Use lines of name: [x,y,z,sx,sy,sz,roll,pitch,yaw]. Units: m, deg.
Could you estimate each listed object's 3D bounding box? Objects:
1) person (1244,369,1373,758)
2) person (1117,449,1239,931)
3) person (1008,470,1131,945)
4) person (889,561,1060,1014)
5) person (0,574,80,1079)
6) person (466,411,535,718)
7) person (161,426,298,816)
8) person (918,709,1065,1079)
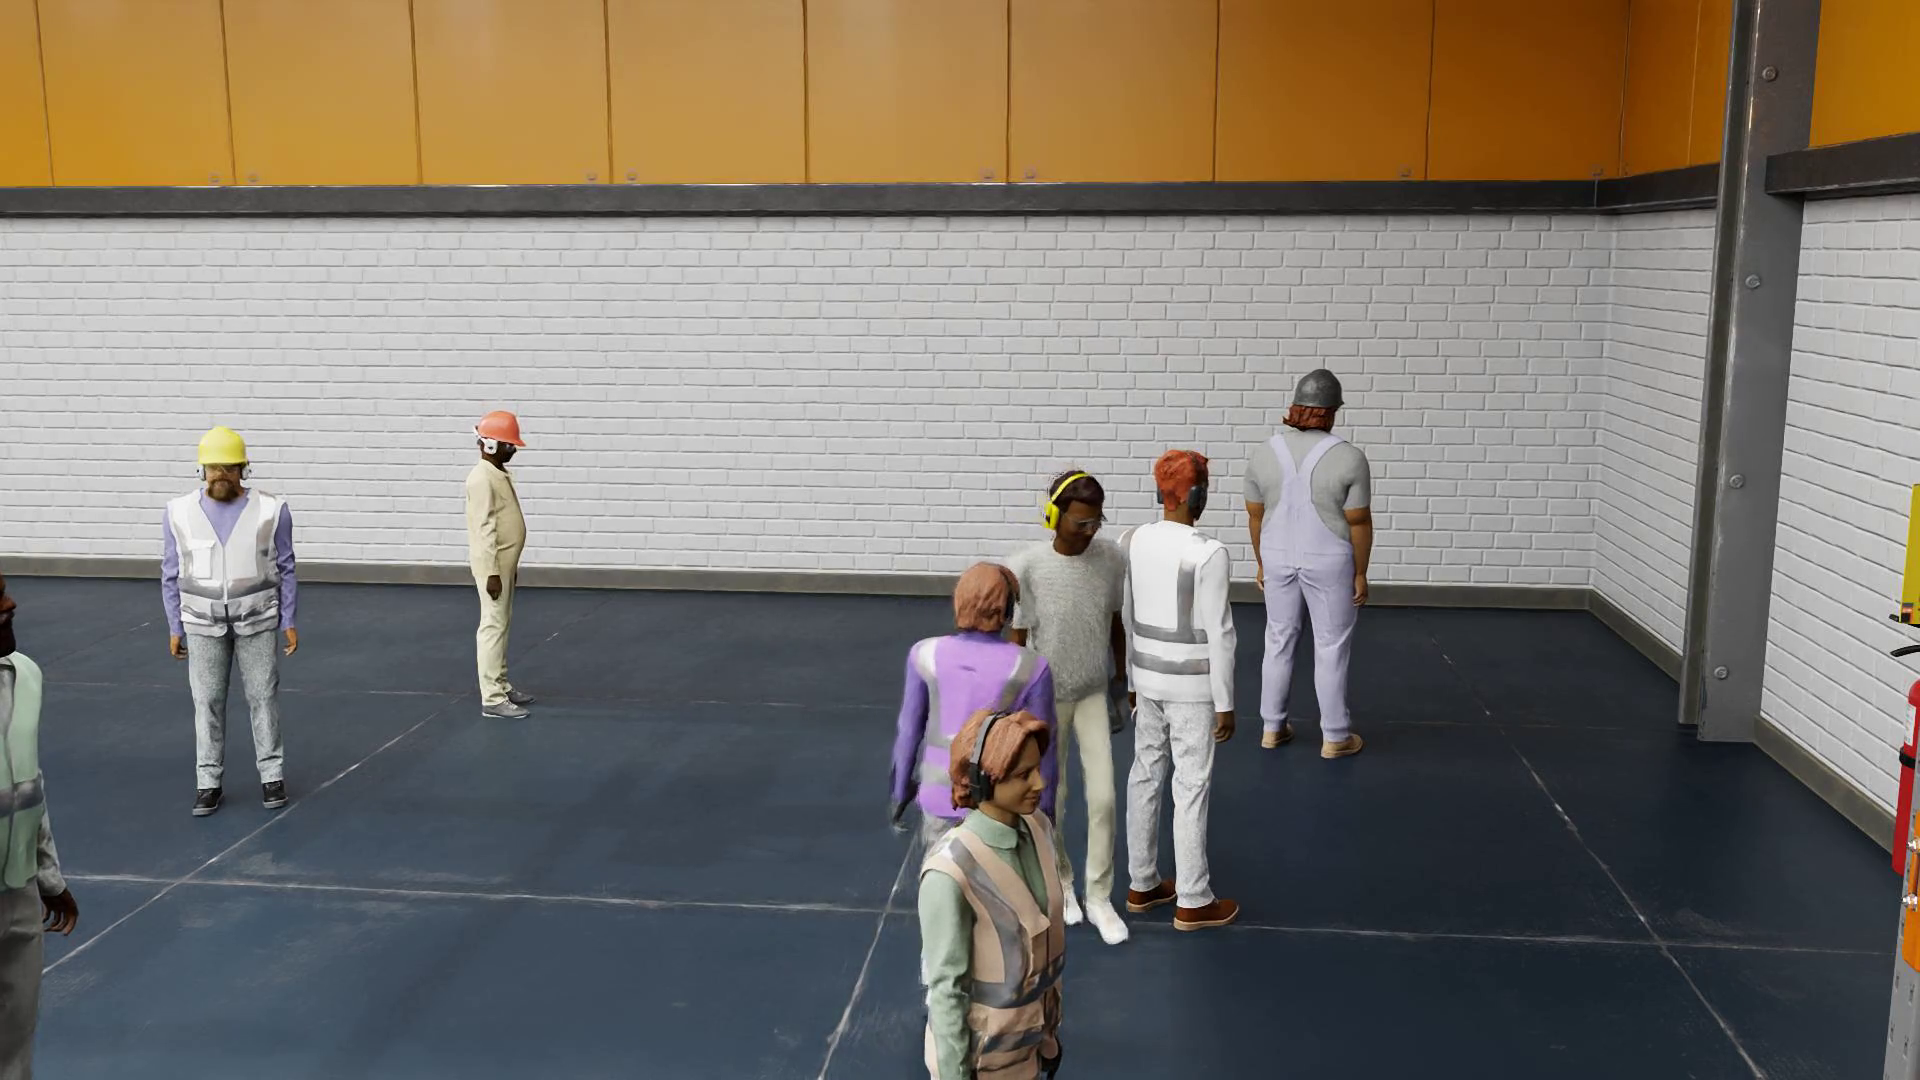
person: [1.863,0.114,8.758,0.683,2.000,0.538,7,12,34]
person: [0.856,0.583,6.528,0.356,1.882,0.573,-8,13,-40]
person: [0.444,0.635,6.363,0.538,1.828,0.675,-2,10,-14]
person: [0.048,0.883,5.553,0.577,1.618,0.386,2,10,13]
person: [-2.575,0.945,4.342,0.391,1.922,0.587,1,10,8]
person: [-2.621,0.133,9.497,0.333,1.744,0.559,-1,10,-7]
person: [-3.433,0.376,7.843,0.588,1.836,0.403,-3,10,-19]
person: [0.076,1.182,3.794,0.308,1.640,0.511,5,11,26]
